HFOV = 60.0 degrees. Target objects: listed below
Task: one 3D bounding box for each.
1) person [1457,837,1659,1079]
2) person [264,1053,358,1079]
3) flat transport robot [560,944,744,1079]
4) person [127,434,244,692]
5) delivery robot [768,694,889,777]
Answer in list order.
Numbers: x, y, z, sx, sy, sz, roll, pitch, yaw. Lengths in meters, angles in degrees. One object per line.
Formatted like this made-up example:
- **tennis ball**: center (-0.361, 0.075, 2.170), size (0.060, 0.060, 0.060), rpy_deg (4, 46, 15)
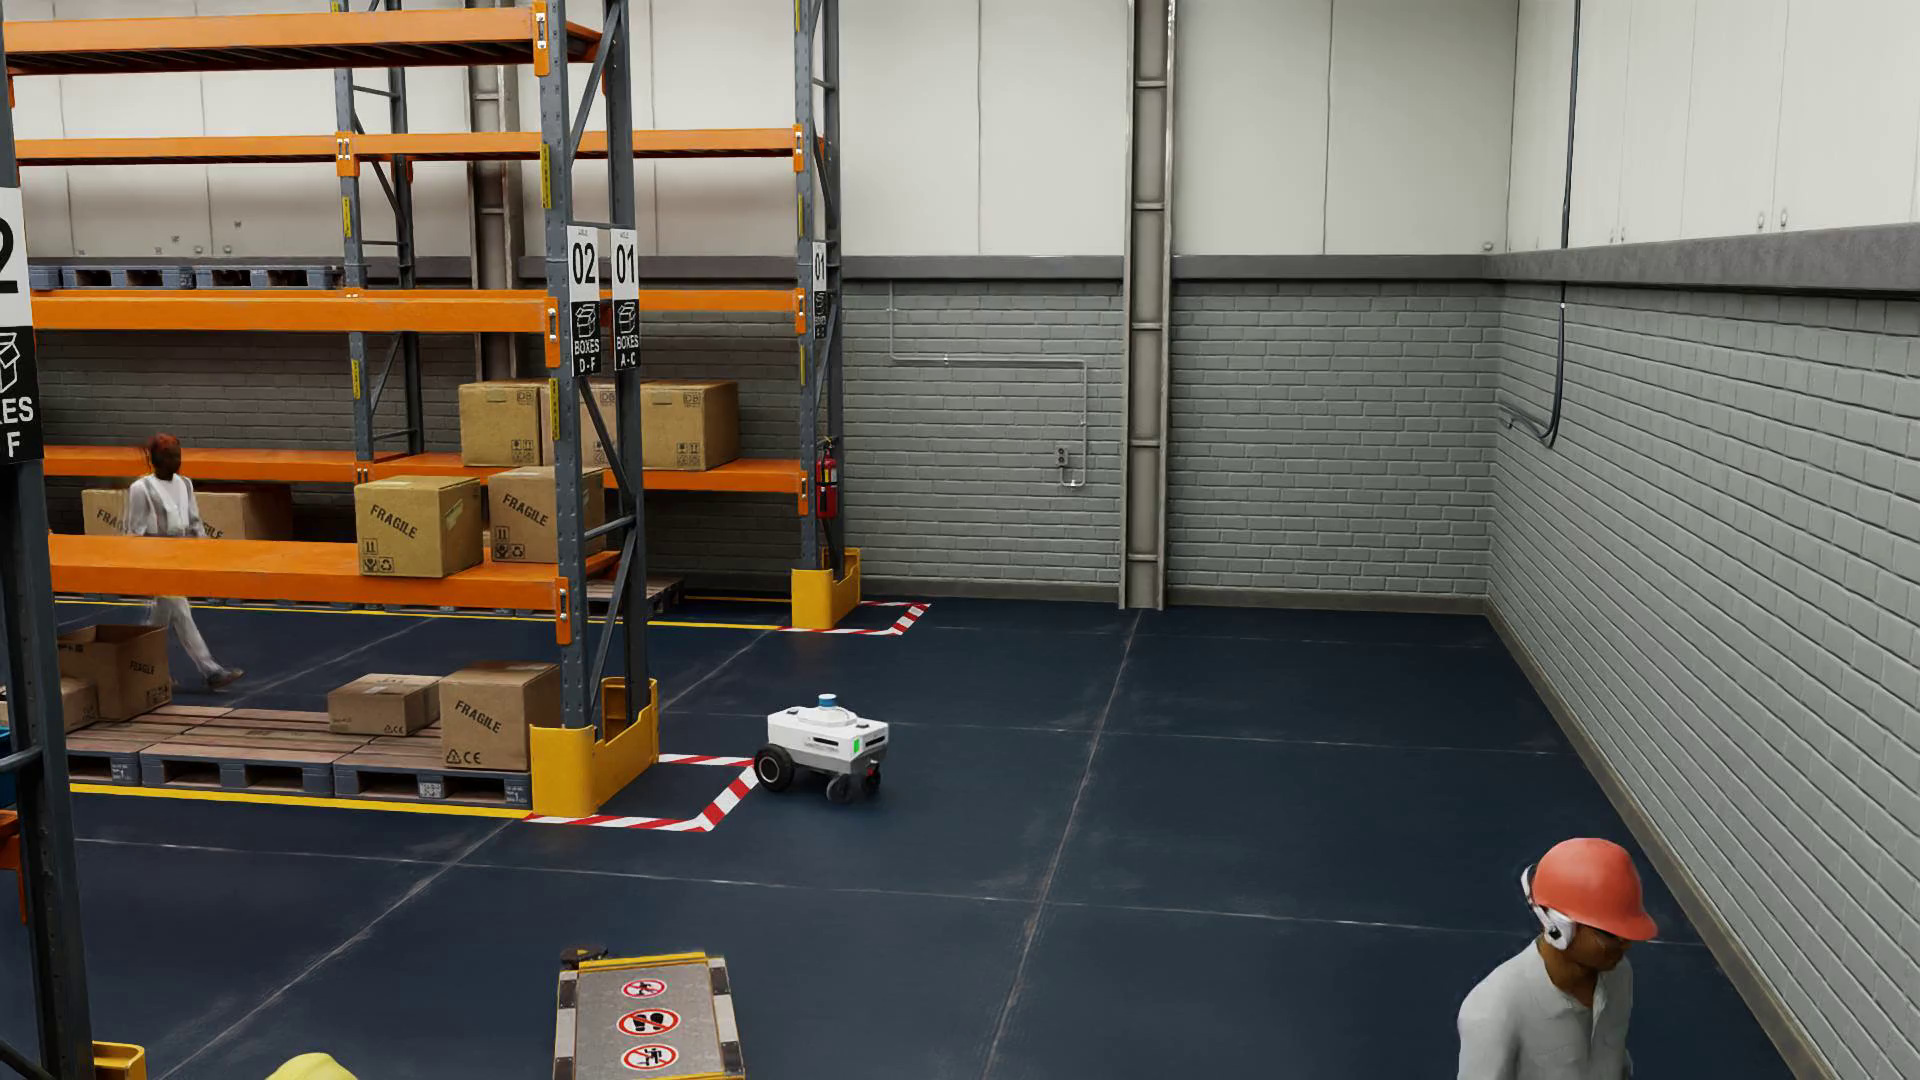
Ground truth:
- **person**: center (1.348, 1.507, 3.889), size (0.583, 1.731, 0.490), rpy_deg (-5, 11, -30)
- **person**: center (-1.010, 1.687, 2.679), size (0.526, 1.765, 0.329), rpy_deg (-3, 10, -17)
- **flat transport robot**: center (-1.175, 1.859, 6.228), size (0.652, 0.197, 1.431), rpy_deg (-2, 9, -12)
- **person**: center (-5.507, 0.175, 11.805), size (0.942, 1.839, 0.611), rpy_deg (2, 9, 10)
- **delivery robot**: center (-0.759, 1.132, 9.570), size (0.707, 0.478, 0.477), rpy_deg (6, 11, 34)
